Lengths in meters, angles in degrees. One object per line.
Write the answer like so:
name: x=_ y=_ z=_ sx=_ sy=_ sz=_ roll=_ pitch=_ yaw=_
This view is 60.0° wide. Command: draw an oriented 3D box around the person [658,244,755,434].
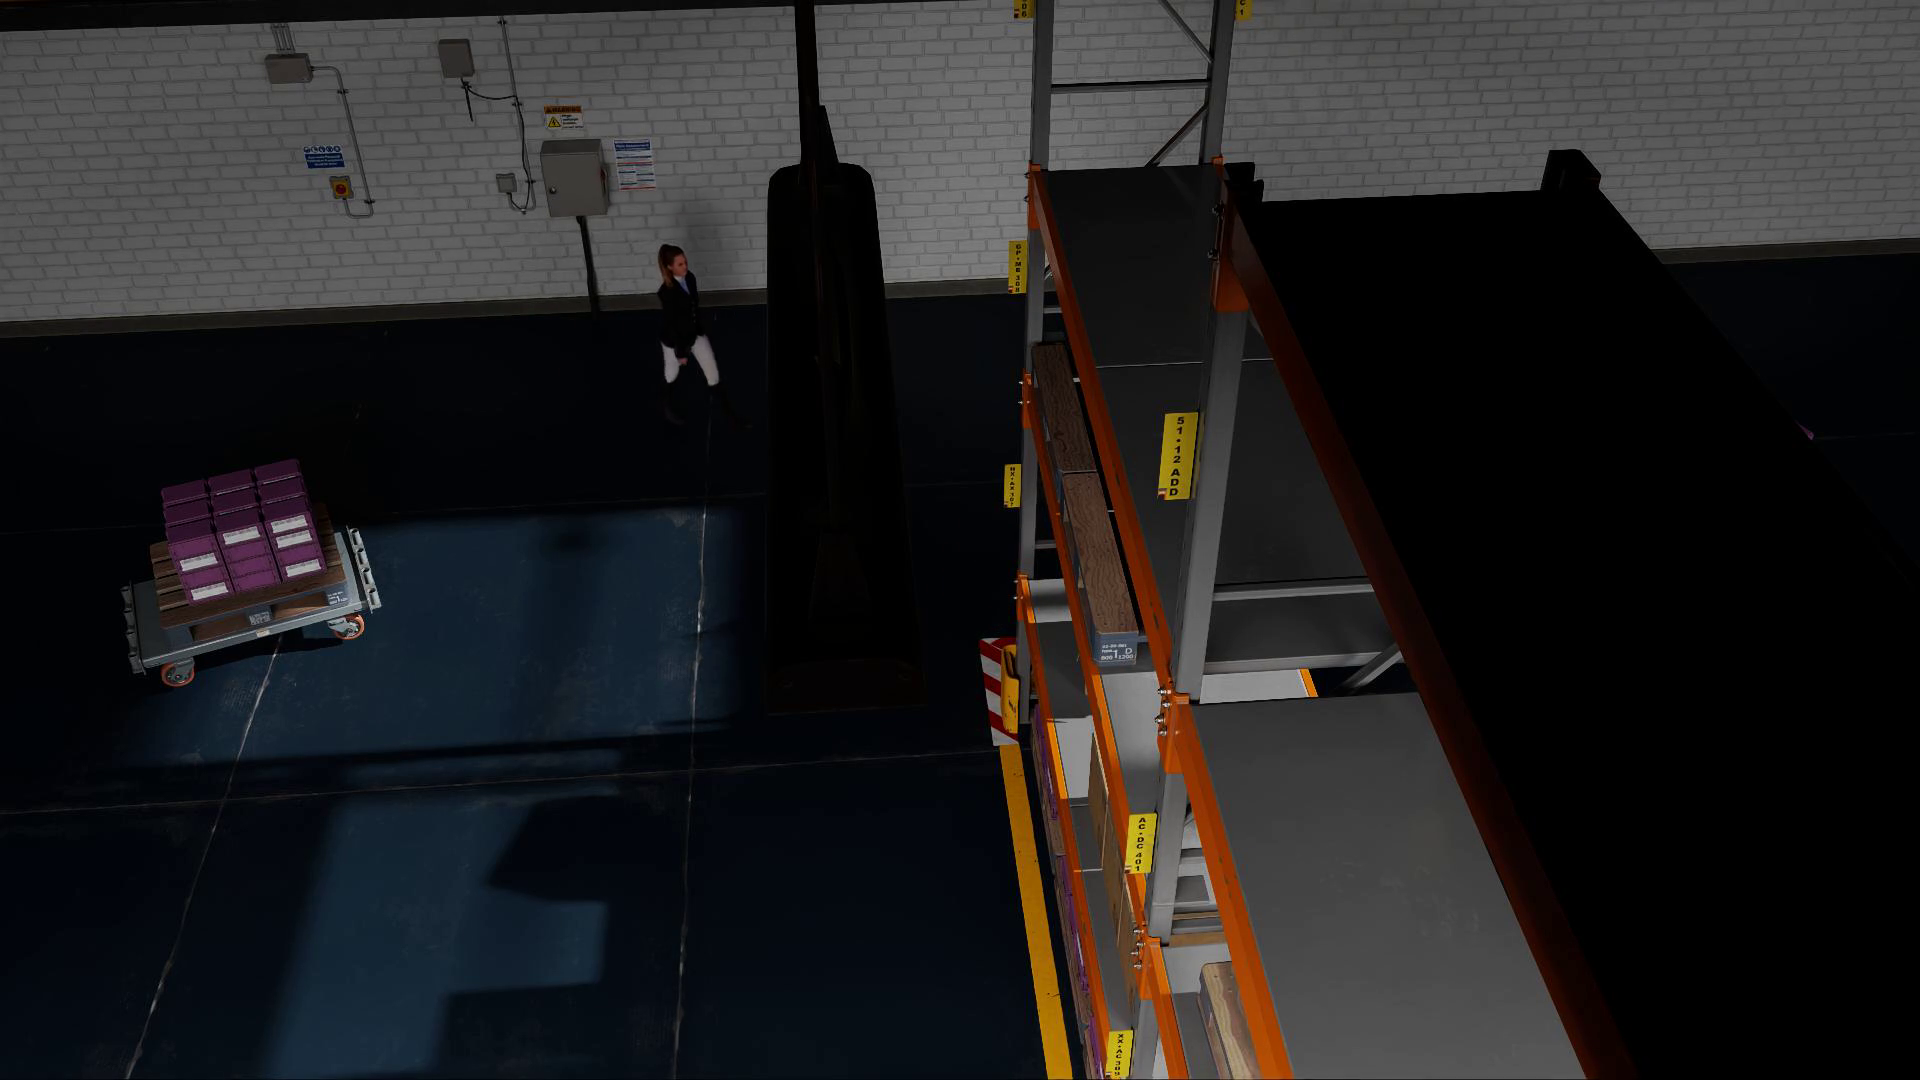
person: x=-2.318 y=-1.617 z=13.528 sx=1.091 sy=1.681 sz=1.120 roll=21 pitch=43 yaw=24
